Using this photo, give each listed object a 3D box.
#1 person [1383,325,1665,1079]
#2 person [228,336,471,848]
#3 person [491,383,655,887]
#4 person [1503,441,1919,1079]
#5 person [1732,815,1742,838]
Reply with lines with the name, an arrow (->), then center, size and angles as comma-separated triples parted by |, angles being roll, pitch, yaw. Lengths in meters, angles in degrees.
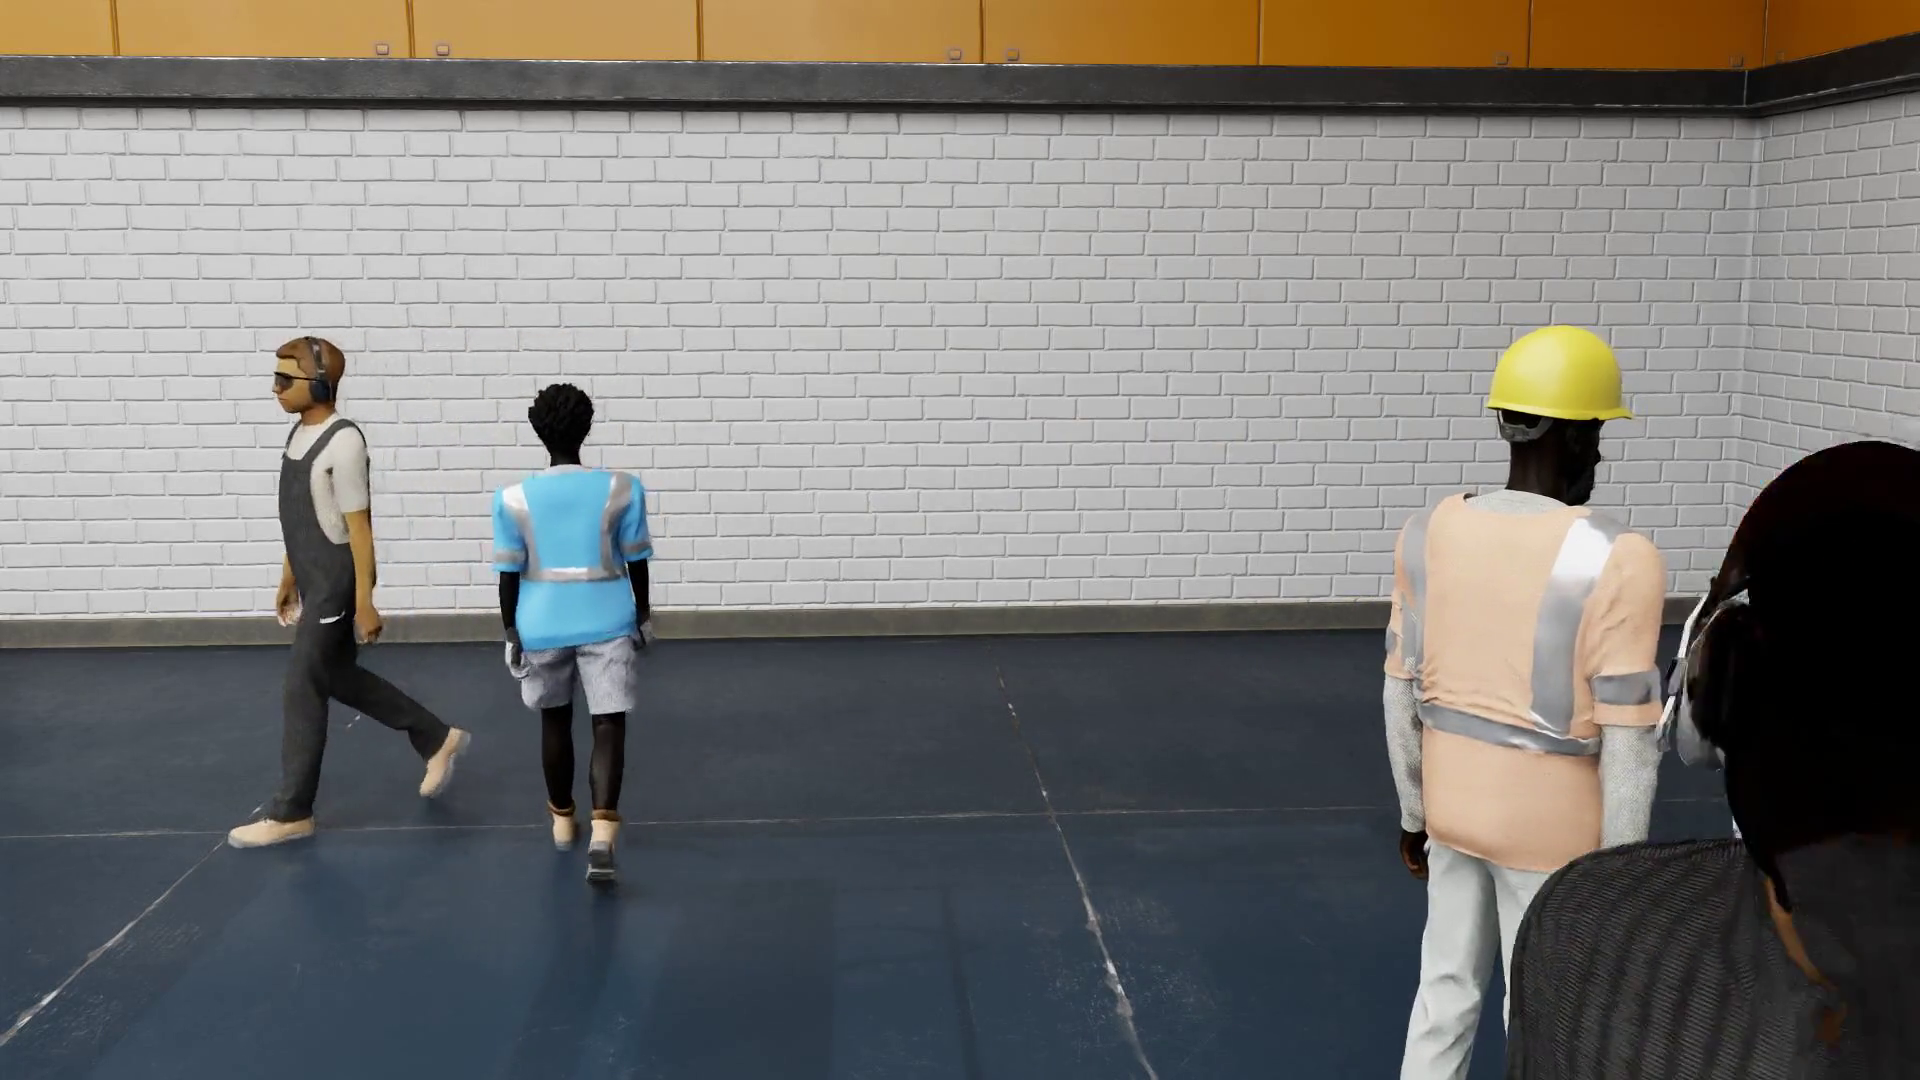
person -> 1.099, 0.550, 3.264 | 0.388, 1.926, 0.590 | -6, 11, -34
person -> -2.240, 0.164, 6.058 | 0.860, 1.824, 0.518 | -6, 11, -35
person -> -1.298, 0.305, 5.603 | 0.531, 1.668, 0.787 | -1, 9, -7
person -> 0.605, 0.868, 1.151 | 0.524, 1.961, 0.640 | -5, 10, -28
person -> 1.139, 0.823, 2.206 | 0.489, 1.724, 0.501 | -3, 10, -20
